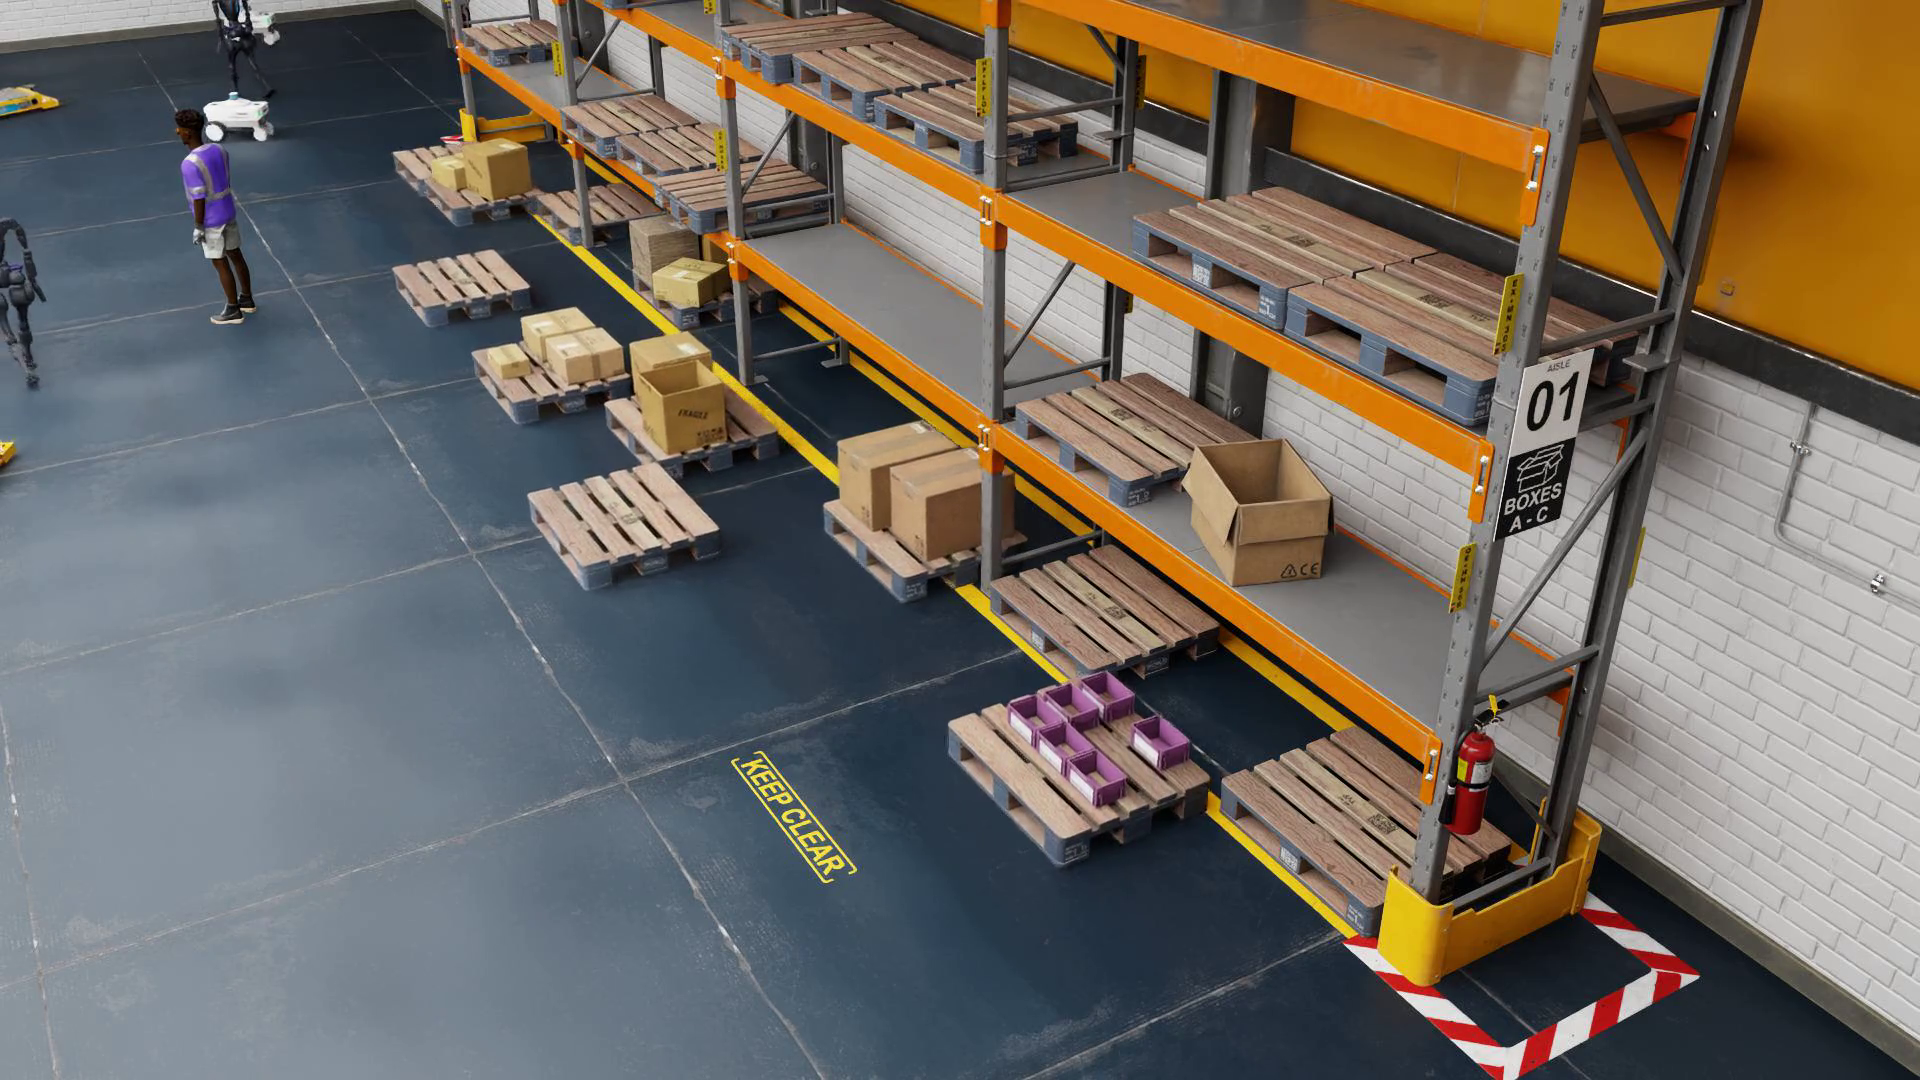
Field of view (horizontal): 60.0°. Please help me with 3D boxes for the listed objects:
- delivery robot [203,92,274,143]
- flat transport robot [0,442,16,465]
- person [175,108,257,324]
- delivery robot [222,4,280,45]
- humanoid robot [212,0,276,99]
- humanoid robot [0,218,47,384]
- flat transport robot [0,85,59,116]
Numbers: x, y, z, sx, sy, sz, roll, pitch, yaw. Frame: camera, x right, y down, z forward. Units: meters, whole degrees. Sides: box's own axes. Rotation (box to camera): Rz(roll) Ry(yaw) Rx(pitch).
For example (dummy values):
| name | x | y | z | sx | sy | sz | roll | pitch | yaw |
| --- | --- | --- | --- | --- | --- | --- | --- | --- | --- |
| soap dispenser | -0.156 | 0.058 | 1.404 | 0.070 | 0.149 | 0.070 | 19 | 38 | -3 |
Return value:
| name | x | y | z | sx | sy | sz | roll | pitch | yaw |
| --- | --- | --- | --- | --- | --- | --- | --- | --- | --- |
| delivery robot | -8.956 | -5.223 | 20.576 | 0.799 | 0.608 | 0.499 | -1 | 30 | -1 |
| flat transport robot | -7.647 | -0.403 | 12.343 | 0.659 | 0.231 | 1.431 | -3 | 30 | -5 |
| person | -6.775 | -2.933 | 15.090 | 0.368 | 1.966 | 0.600 | 4 | 30 | 7 |
| delivery robot | -10.688 | -7.728 | 24.999 | 0.799 | 0.608 | 0.499 | -2 | 30 | -4 |
| humanoid robot | -9.528 | -6.652 | 21.994 | 0.749 | 1.637 | 0.609 | 15 | 33 | 24 |
| humanoid robot | -8.061 | -2.132 | 14.022 | 0.584 | 1.638 | 0.706 | -21 | 36 | -33 |
| flat transport robot | -12.554 | -5.610 | 21.536 | 0.659 | 0.231 | 1.431 | 20 | 35 | 32 |
